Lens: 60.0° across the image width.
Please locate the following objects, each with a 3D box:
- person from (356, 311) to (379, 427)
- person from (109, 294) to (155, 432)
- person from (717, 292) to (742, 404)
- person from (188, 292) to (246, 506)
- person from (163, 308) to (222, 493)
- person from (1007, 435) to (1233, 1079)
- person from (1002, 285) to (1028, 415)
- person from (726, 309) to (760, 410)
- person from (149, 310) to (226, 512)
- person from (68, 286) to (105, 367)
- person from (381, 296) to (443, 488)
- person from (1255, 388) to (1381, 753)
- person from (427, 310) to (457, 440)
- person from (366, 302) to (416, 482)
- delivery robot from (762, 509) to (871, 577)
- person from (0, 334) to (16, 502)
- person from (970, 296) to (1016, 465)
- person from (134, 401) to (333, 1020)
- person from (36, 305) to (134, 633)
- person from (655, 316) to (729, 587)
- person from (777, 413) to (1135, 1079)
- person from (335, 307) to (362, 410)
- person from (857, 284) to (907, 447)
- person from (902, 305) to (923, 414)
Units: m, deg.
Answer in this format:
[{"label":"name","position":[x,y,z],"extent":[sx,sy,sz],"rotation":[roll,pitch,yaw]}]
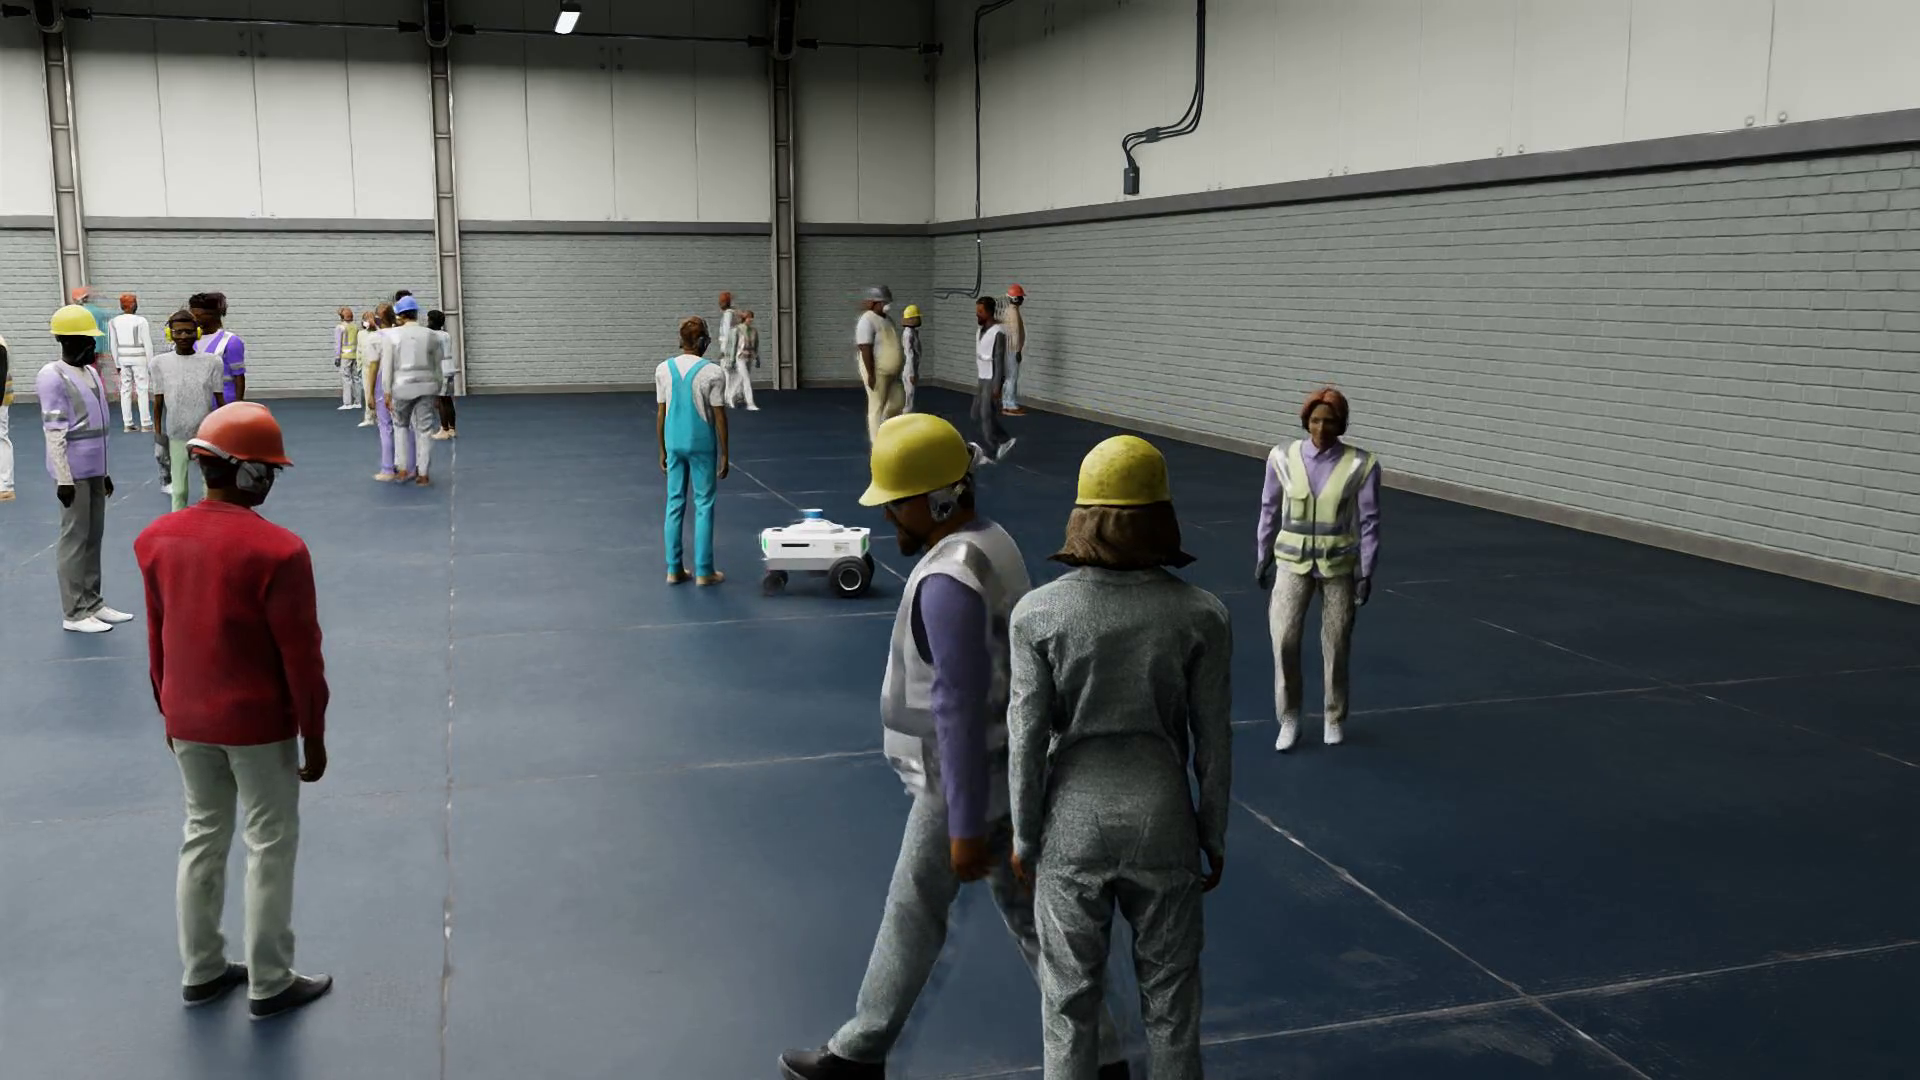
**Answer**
[{"label":"person","position":[-8.285,-2.409,23.464],"extent":[0.498,1.634,0.282],"rotation":[3,9,16]},{"label":"person","position":[-11.230,-2.399,22.614],"extent":[0.575,1.885,0.355],"rotation":[1,9,7]},{"label":"person","position":[-3.865,-3.168,27.590],"extent":[0.414,1.857,0.632],"rotation":[0,9,-3]},{"label":"person","position":[-6.648,-1.219,14.821],"extent":[0.613,1.963,0.362],"rotation":[3,9,18]},{"label":"person","position":[-7.398,-1.366,16.172],"extent":[0.852,1.857,0.613],"rotation":[0,9,0]},{"label":"person","position":[0.349,0.640,3.673],"extent":[0.492,1.741,0.314],"rotation":[0,9,2]},{"label":"person","position":[0.829,-2.905,25.481],"extent":[0.383,1.996,0.609],"rotation":[-2,9,-11]},{"label":"person","position":[-3.488,-2.878,26.554],"extent":[0.777,1.608,0.524],"rotation":[7,11,37]},{"label":"person","position":[-5.552,-0.727,12.026],"extent":[0.510,1.863,0.326],"rotation":[-4,10,-22]},{"label":"person","position":[-13.825,-3.005,26.235],"extent":[0.569,1.963,0.607],"rotation":[1,9,8]},{"label":"person","position":[-5.501,-1.485,16.721],"extent":[0.626,1.900,0.681],"rotation":[-4,10,-25]},{"label":"person","position":[1.562,0.137,7.307],"extent":[0.563,1.606,0.581],"rotation":[3,9,20]},{"label":"person","position":[-6.744,-2.142,21.601],"extent":[0.321,1.689,0.530],"rotation":[1,9,8]},{"label":"person","position":[-5.848,-1.515,17.098],"extent":[0.328,1.842,0.516],"rotation":[8,12,40]},{"label":"delivery robot","position":[-0.950,0.038,10.991],"extent":[0.707,0.478,0.477],"rotation":[0,9,0]},{"label":"person","position":[-9.099,-1.273,15.566],"extent":[0.429,1.844,0.623],"rotation":[-8,12,-40]},{"label":"person","position":[0.370,-1.773,18.559],"extent":[0.489,1.895,0.624],"rotation":[-3,9,-20]},{"label":"person","position":[-2.020,0.479,4.704],"extent":[0.577,1.738,0.354],"rotation":[3,9,19]},{"label":"person","position":[-5.189,-0.420,9.848],"extent":[0.366,1.926,0.594],"rotation":[-1,9,-5]},{"label":"person","position":[-1.805,-0.593,11.259],"extent":[0.514,1.836,0.355],"rotation":[2,9,15]},{"label":"person","position":[0.018,0.569,4.084],"extent":[0.927,1.764,0.608],"rotation":[2,9,15]},{"label":"person","position":[-9.779,-2.897,26.596],"extent":[0.311,1.633,0.519],"rotation":[4,10,21]},{"label":"person","position":[-0.914,-2.011,19.638],"extent":[0.536,2.000,0.707],"rotation":[5,10,27]},{"label":"person","position":[-0.610,-2.155,21.491],"extent":[0.284,1.746,0.492],"rotation":[0,9,0]}]
